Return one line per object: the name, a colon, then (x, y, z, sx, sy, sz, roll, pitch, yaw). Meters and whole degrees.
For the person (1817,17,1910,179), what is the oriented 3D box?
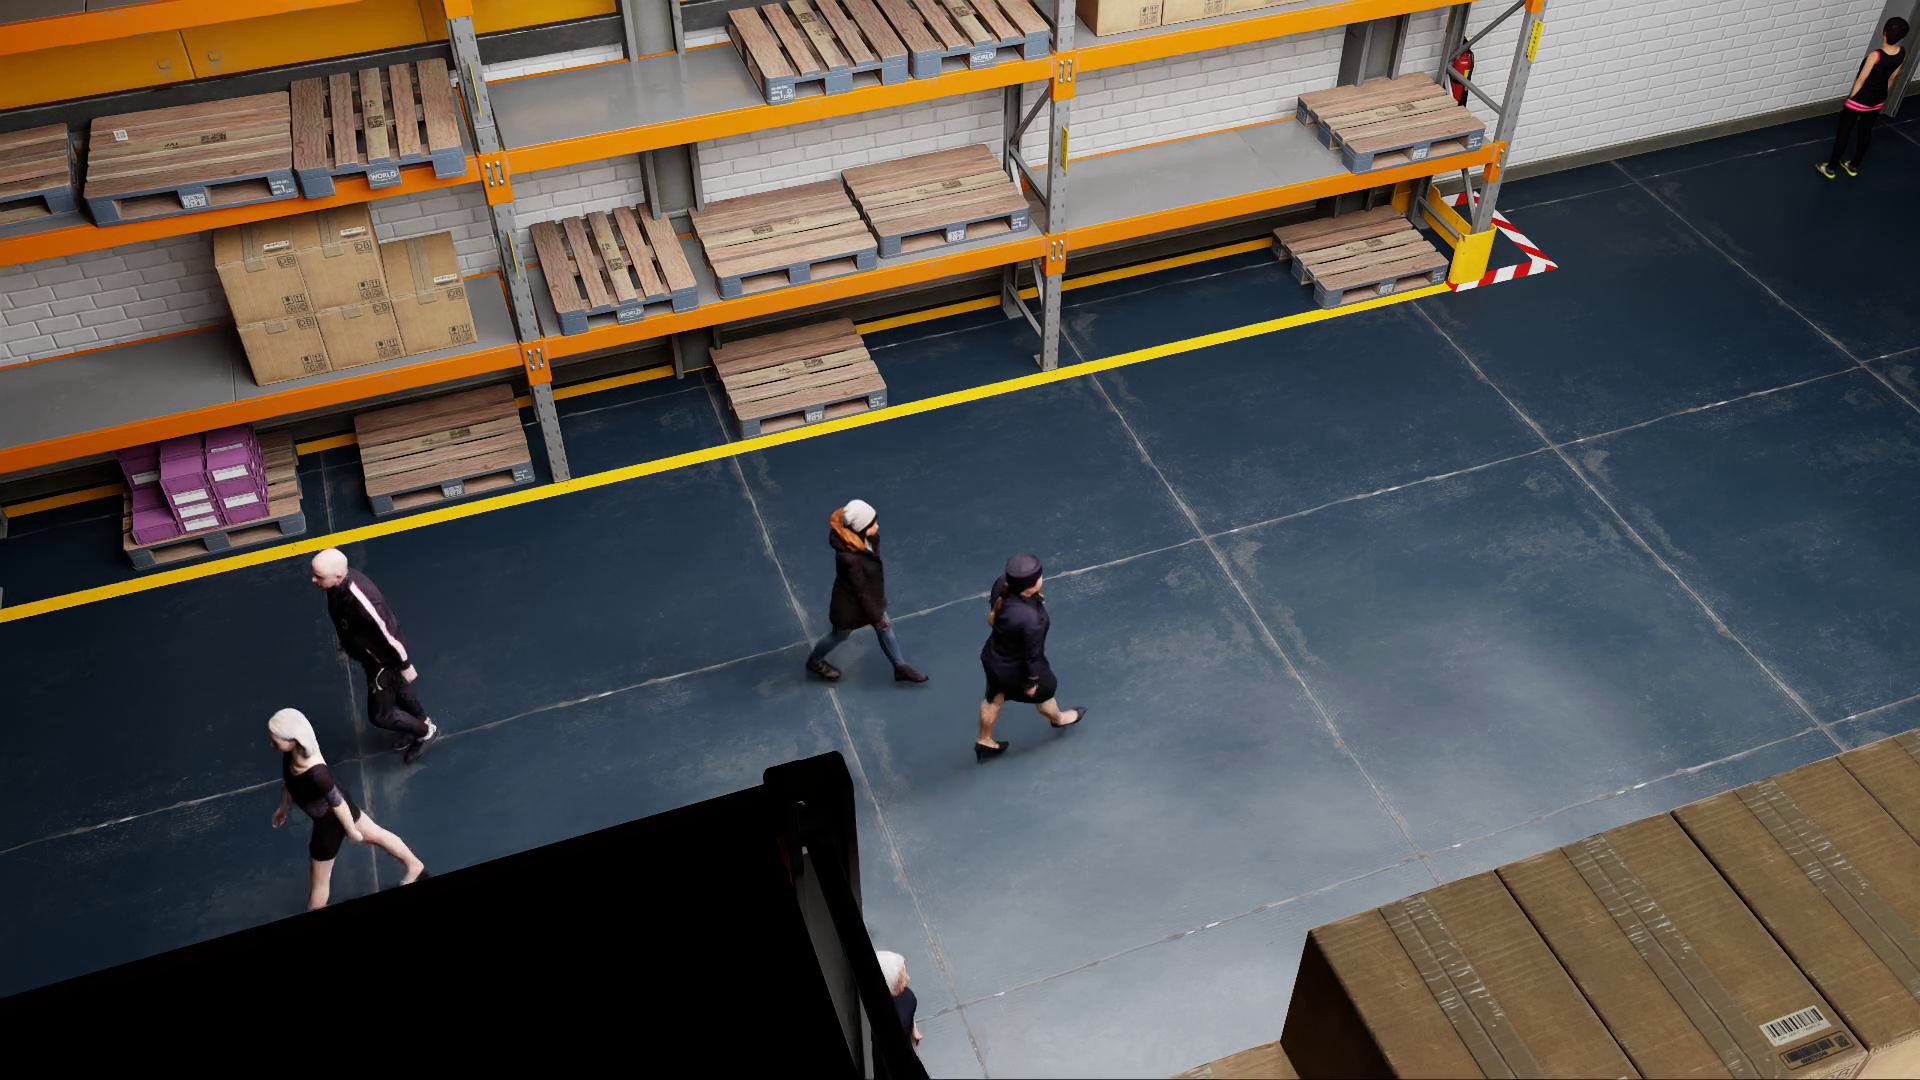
person: (8.355, -4.067, 15.299, 0.468, 1.550, 0.612, -10, 44, -10)

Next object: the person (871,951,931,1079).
person: (-0.446, 2.534, 8.248, 1.127, 1.719, 0.926, 9, 44, 9)

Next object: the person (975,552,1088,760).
person: (0.264, 0.766, 10.159, 1.050, 1.643, 0.802, -19, 47, -19)

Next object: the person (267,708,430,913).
person: (-3.403, 1.506, 9.285, 1.227, 1.776, 0.768, -24, 49, -23)

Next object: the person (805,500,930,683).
person: (-0.733, 0.380, 10.611, 1.143, 1.578, 1.001, 10, 44, 10)

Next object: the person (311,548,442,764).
person: (-3.451, 0.662, 10.144, 0.815, 1.813, 0.842, -31, 52, -28)
